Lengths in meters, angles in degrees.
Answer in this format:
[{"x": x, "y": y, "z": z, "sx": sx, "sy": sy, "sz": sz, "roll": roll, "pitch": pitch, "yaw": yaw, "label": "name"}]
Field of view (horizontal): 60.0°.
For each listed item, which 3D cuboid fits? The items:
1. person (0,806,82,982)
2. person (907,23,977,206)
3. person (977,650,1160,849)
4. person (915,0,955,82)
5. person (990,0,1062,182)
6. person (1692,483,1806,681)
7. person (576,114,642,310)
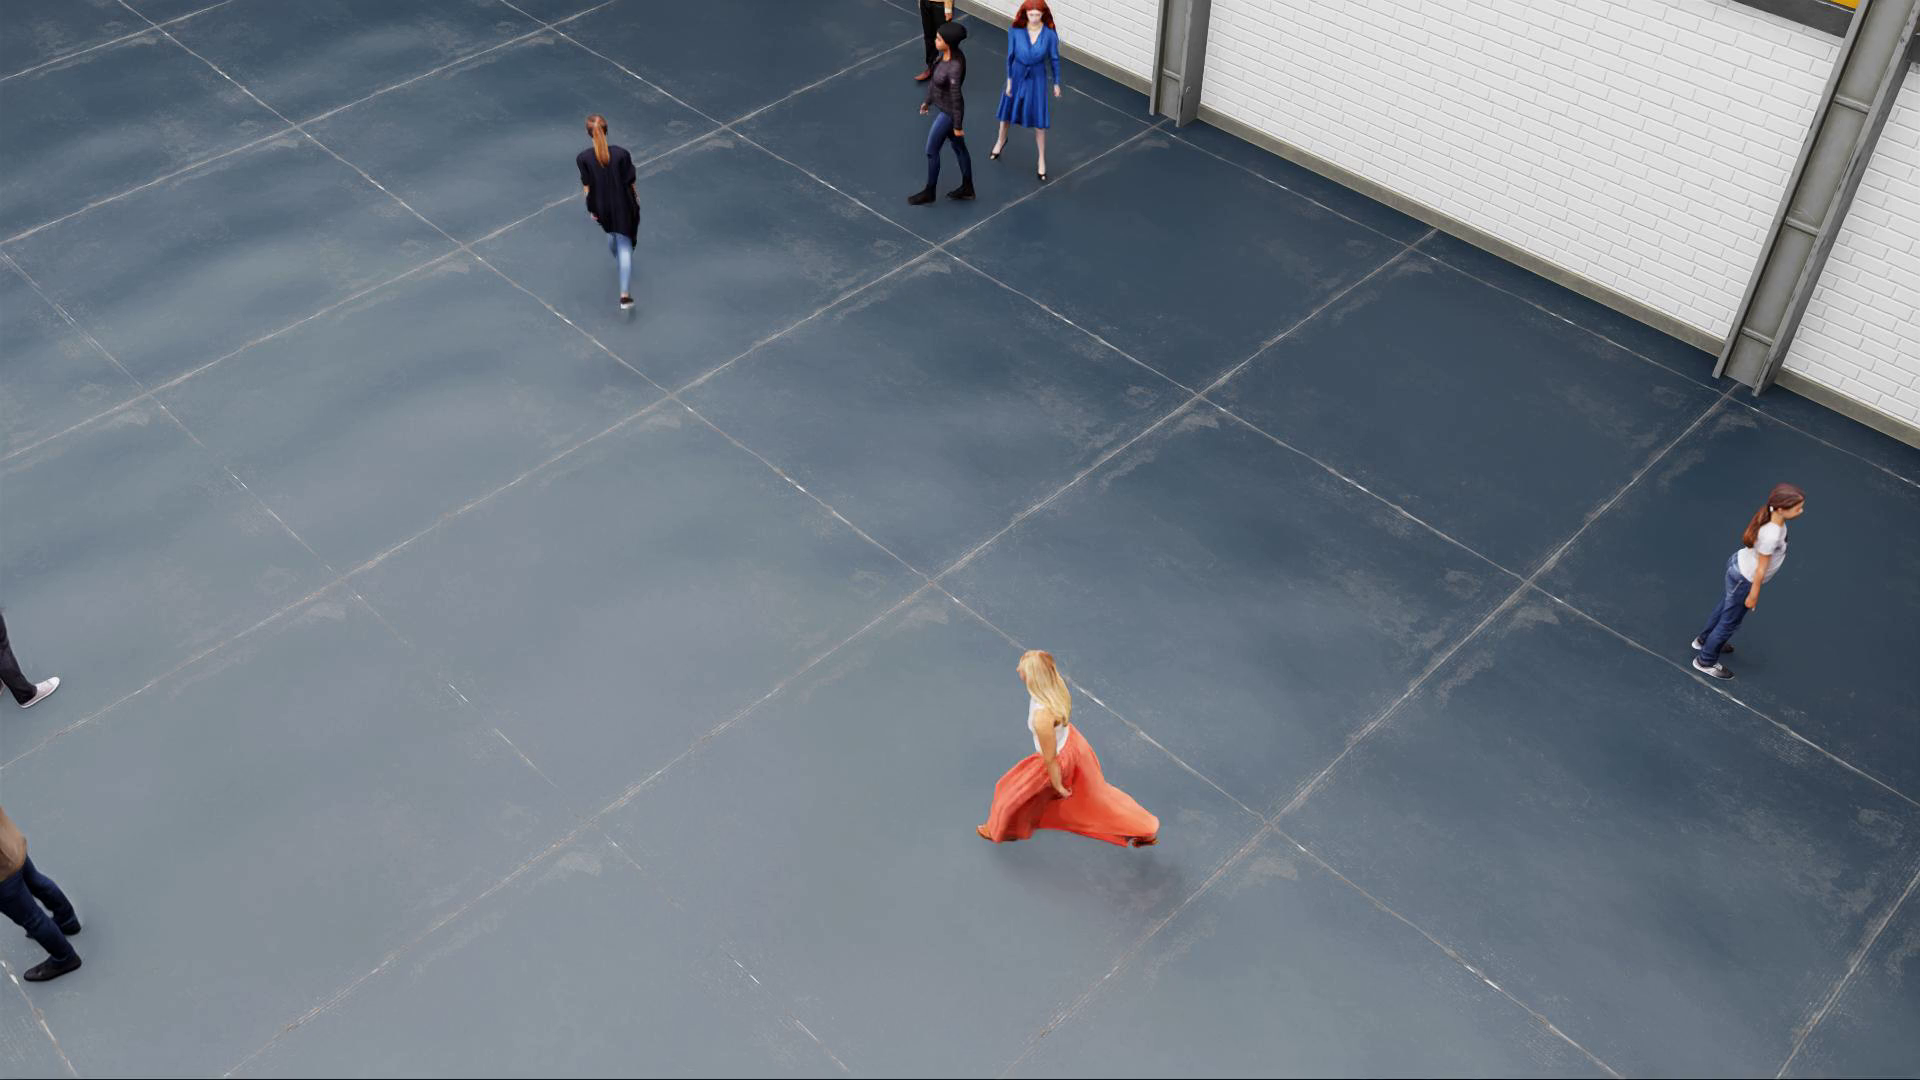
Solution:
[{"x": -5.228, "y": 1.698, "z": 8.998, "sx": 0.782, "sy": 1.884, "sz": 0.631, "roll": -16, "pitch": 46, "yaw": -16, "label": "person"}, {"x": 0.007, "y": -3.815, "z": 14.898, "sx": 0.981, "sy": 1.728, "sz": 0.938, "roll": -3, "pitch": 44, "yaw": -3, "label": "person"}, {"x": 0.657, "y": 1.296, "z": 9.527, "sx": 1.389, "sy": 1.736, "sz": 1.128, "roll": 11, "pitch": 45, "yaw": 11, "label": "person"}, {"x": -0.222, "y": -5.345, "z": 16.487, "sx": 0.732, "sy": 1.752, "sz": 0.551, "roll": -29, "pitch": 51, "yaw": -27, "label": "person"}, {"x": 0.649, "y": -4.141, "z": 15.181, "sx": 0.914, "sy": 1.810, "sz": 1.015, "roll": 6, "pitch": 44, "yaw": 6, "label": "person"}, {"x": 5.110, "y": 0.231, "z": 10.771, "sx": 0.625, "sy": 1.562, "sz": 0.610, "roll": 14, "pitch": 45, "yaw": 15, "label": "person"}, {"x": -2.869, "y": -2.696, "z": 13.783, "sx": 1.089, "sy": 1.646, "sz": 1.159, "roll": 0, "pitch": 44, "yaw": 0, "label": "person"}]
